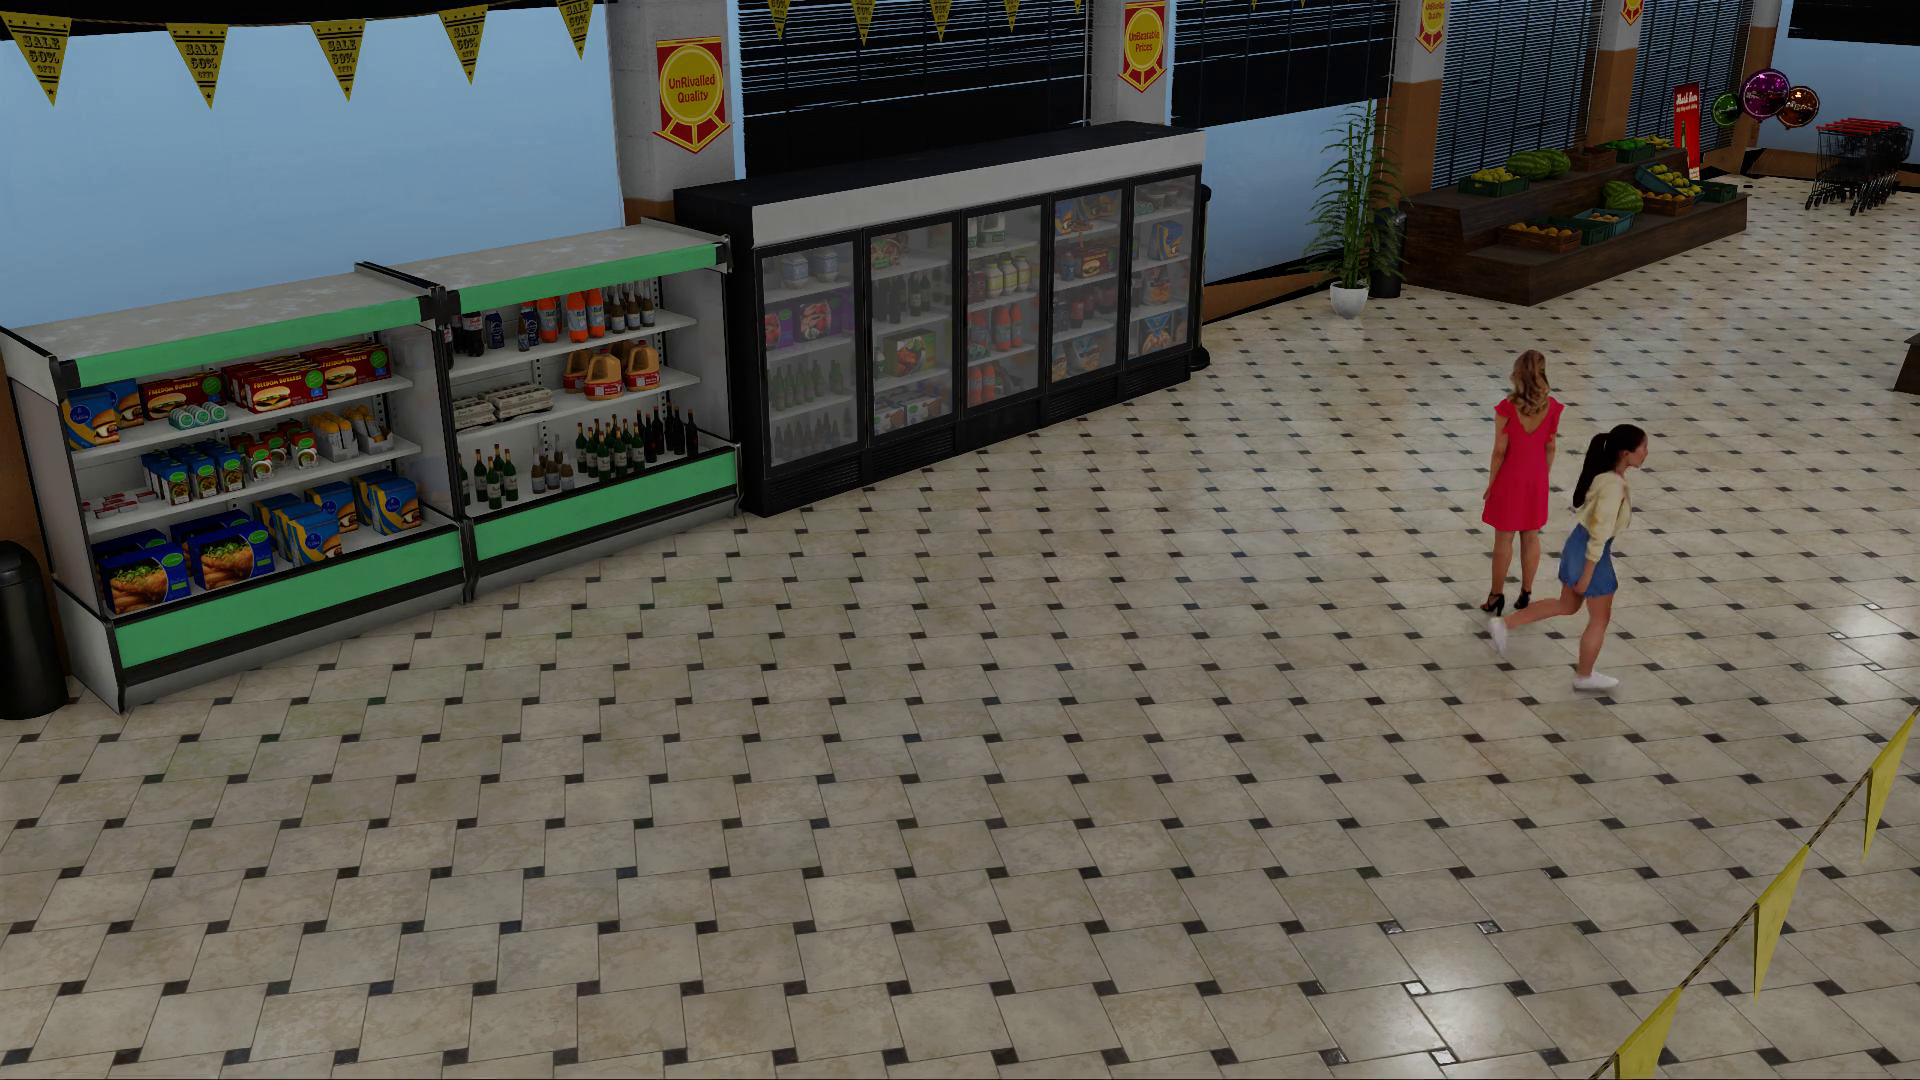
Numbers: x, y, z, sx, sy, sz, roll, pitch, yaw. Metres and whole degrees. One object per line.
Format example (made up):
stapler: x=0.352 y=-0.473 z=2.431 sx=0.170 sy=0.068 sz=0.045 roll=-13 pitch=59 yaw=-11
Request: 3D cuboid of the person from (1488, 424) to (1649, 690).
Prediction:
person: x=3.481 y=0.115 z=9.436 sx=1.032 sy=1.603 sz=1.038 roll=4 pitch=22 yaw=9

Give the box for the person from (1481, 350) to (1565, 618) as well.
person: x=3.514 y=-0.349 z=10.427 sx=0.660 sy=1.726 sz=0.724 roll=0 pitch=22 yaw=-1
